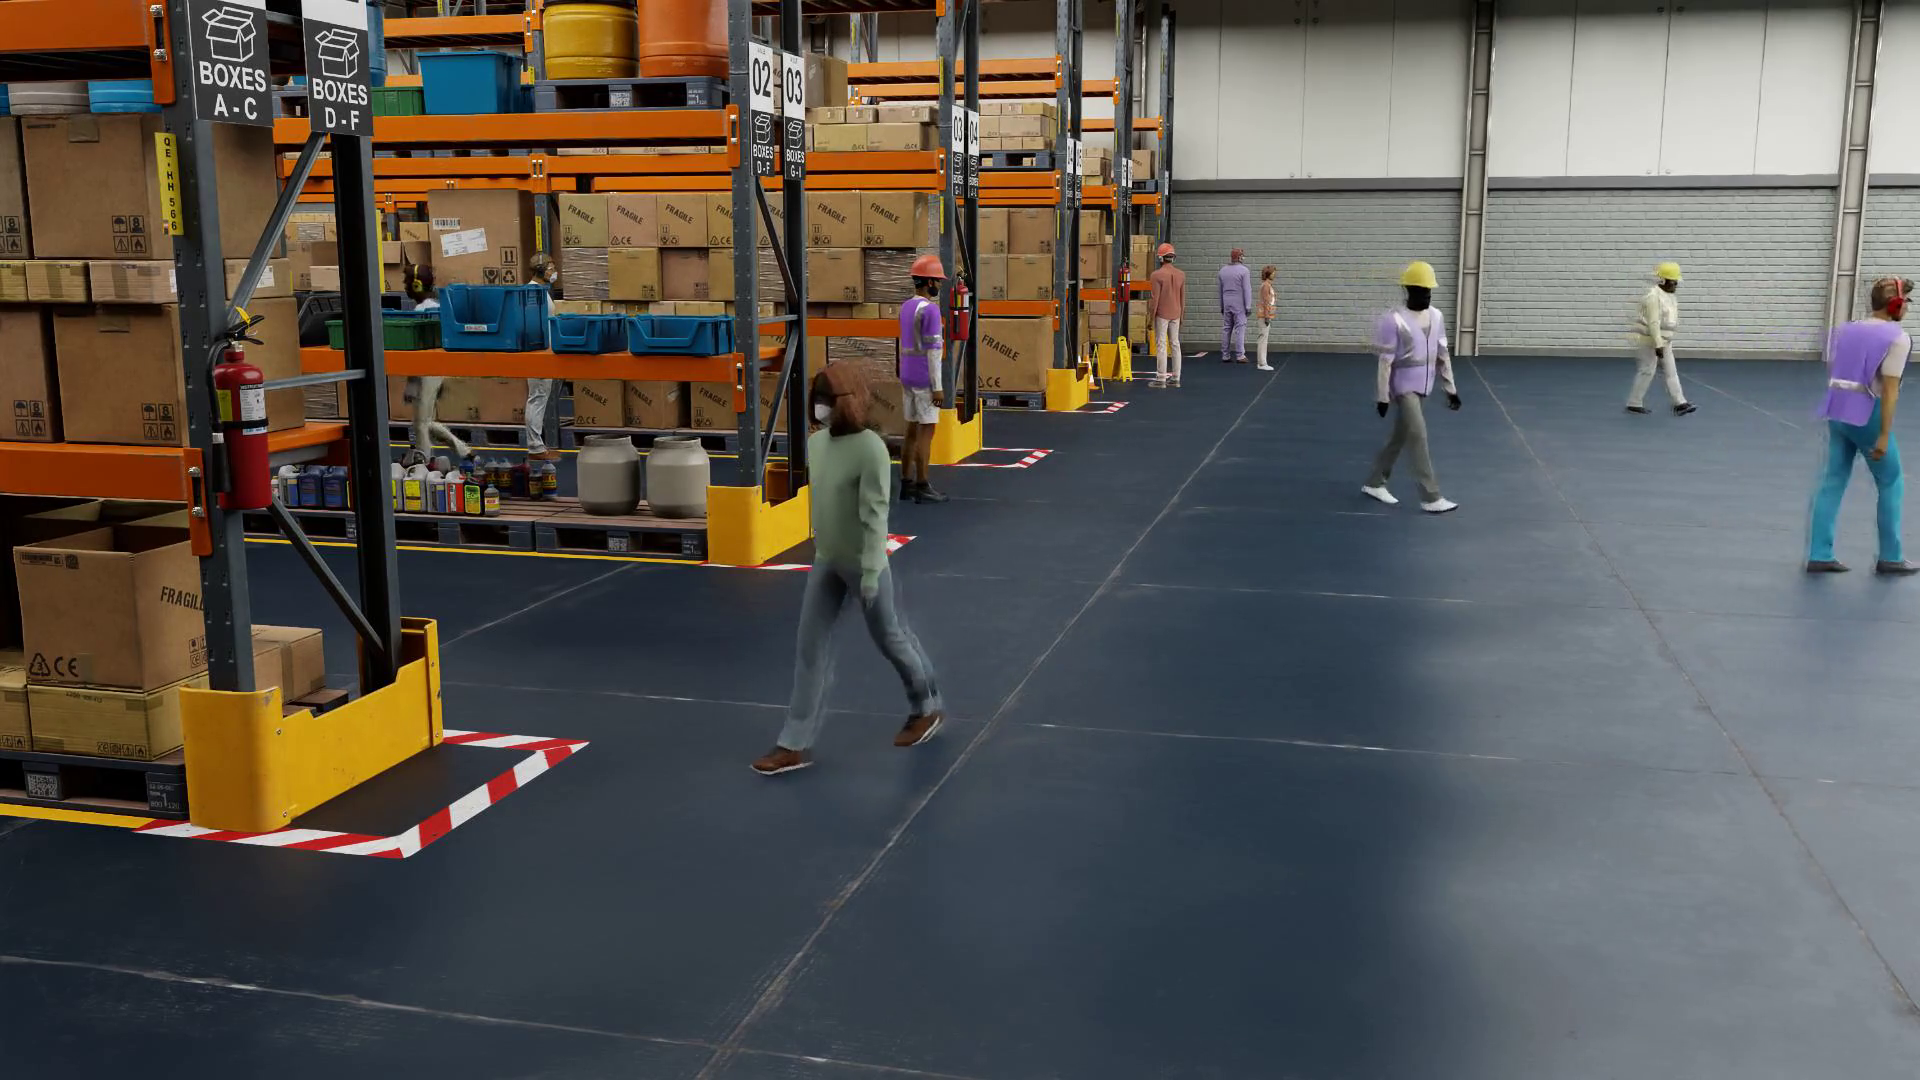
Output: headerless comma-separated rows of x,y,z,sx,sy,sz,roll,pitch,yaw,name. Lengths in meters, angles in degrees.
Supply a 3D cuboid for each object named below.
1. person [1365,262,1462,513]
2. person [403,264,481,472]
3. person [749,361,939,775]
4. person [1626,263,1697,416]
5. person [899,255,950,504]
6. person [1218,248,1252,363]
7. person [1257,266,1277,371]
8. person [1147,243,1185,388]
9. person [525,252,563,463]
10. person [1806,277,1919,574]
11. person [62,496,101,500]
3.453,-1.164,12.646,0.607,1.879,0.987,-7,12,-35,person
-4.305,-1.304,13.482,0.621,1.856,0.549,-1,10,-3,person
-0.410,0.093,6.490,0.899,1.587,0.511,-10,14,-43,person
8.138,-2.301,19.219,0.664,1.777,0.807,-10,14,-44,person
-0.269,-1.245,12.964,0.386,1.930,0.540,-5,11,-24,person
4.601,-3.894,27.679,0.406,1.911,0.639,-9,14,-42,person
4.825,-3.492,26.194,0.312,1.642,0.512,2,10,11,person
2.847,-3.106,23.074,0.623,1.992,0.396,-7,12,-33,person
-3.879,-1.677,15.361,0.376,1.931,0.625,-3,11,-14,person
5.591,-0.683,10.151,0.783,1.810,0.580,-3,11,-14,person
-5.705,-0.717,10.831,0.286,1.636,0.500,1,10,5,person
